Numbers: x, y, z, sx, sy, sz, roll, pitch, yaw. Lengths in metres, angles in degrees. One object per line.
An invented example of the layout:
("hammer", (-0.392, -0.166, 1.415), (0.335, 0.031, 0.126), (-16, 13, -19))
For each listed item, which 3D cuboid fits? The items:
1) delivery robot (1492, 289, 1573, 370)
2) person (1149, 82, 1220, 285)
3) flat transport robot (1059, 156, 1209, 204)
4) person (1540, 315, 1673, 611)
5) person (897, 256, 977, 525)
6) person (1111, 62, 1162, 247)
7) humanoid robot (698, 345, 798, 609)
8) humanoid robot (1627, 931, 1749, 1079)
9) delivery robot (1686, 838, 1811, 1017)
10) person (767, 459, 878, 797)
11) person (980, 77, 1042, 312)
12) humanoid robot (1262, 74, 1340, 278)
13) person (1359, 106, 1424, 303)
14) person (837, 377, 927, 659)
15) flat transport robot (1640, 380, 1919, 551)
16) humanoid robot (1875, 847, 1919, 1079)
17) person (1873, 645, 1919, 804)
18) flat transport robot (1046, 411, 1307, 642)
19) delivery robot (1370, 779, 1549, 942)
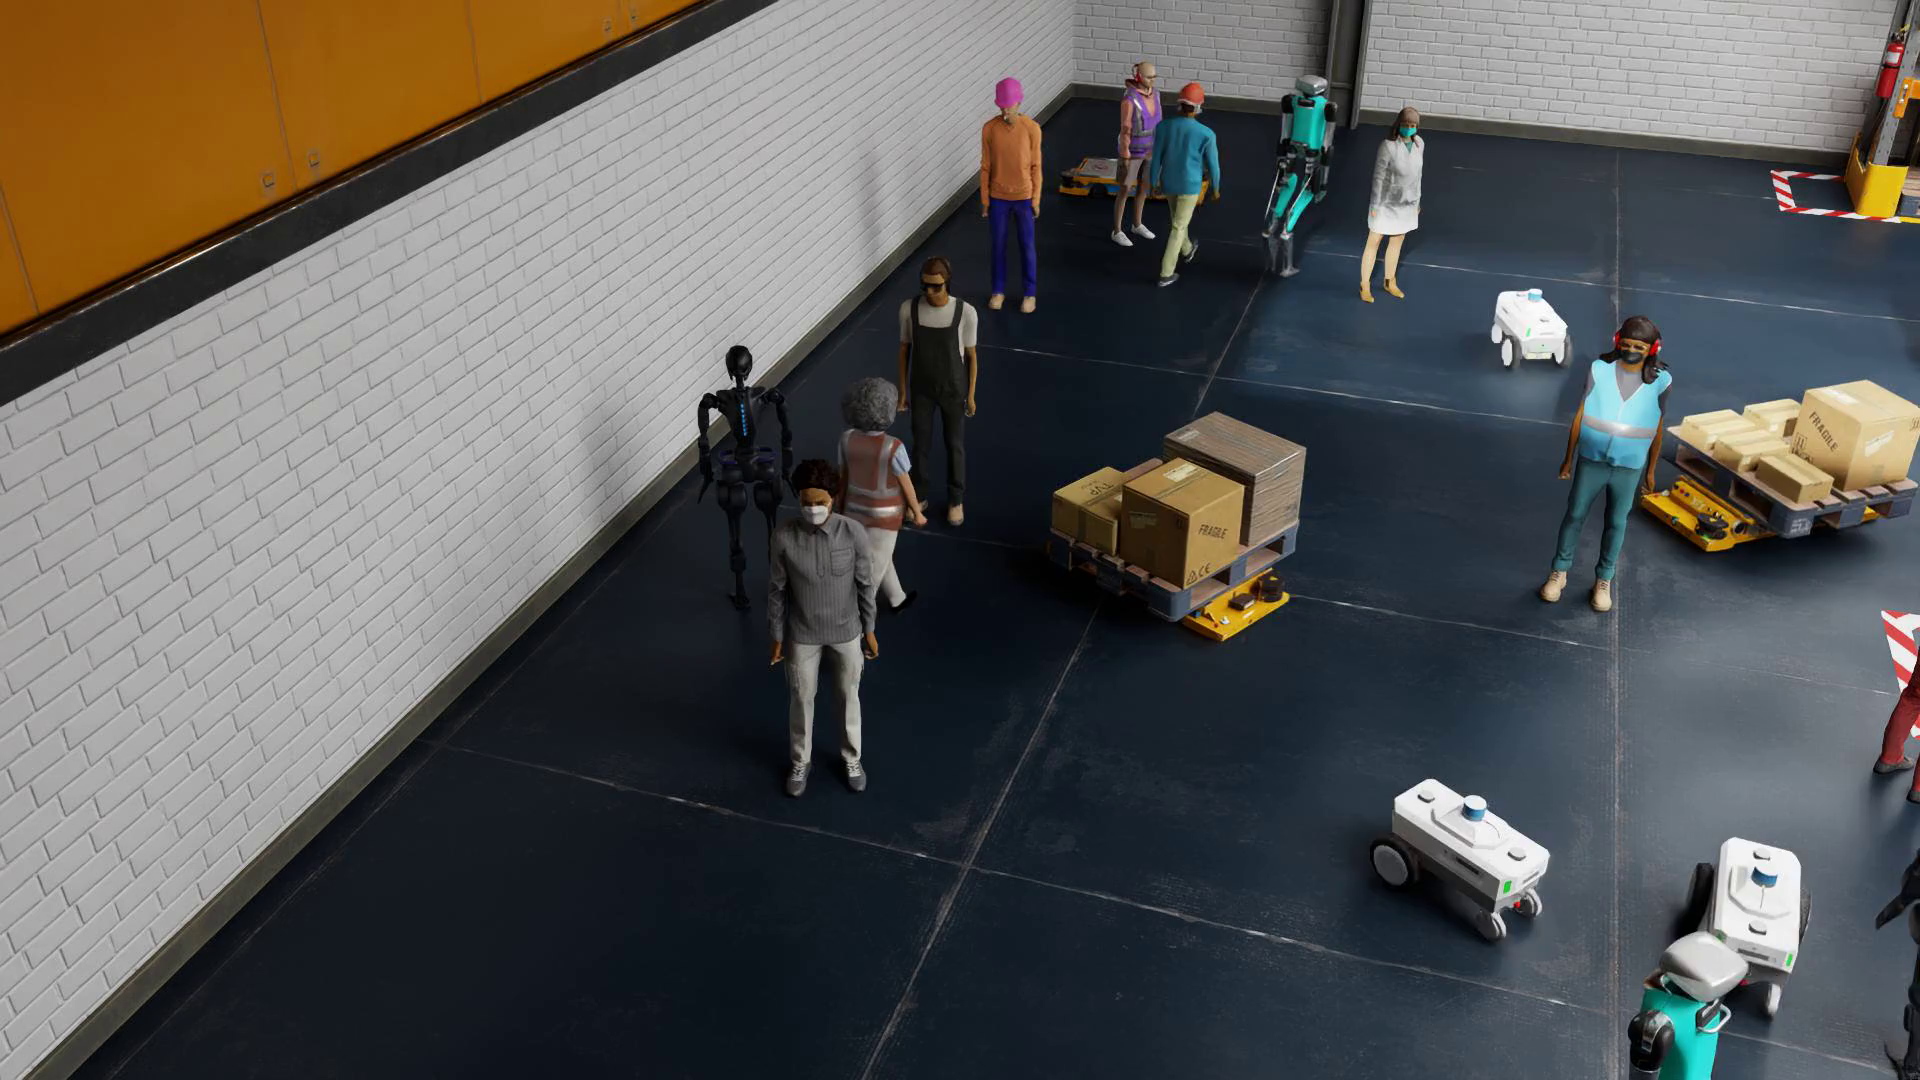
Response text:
("delivery robot", (4.532, -1.707, 13.229), (0.499, 0.576, 0.768), (-2, 31, -3))
("person", (1.995, -3.145, 14.551), (0.590, 1.699, 0.894), (19, 35, 29))
("flat transport robot", (1.766, -3.624, 16.791), (1.431, 0.231, 0.659), (7, 31, 12))
("person", (3.841, -0.455, 9.824), (0.530, 1.865, 0.378), (12, 33, 20))
("person", (-0.147, -0.955, 10.695), (0.512, 1.843, 0.328), (4, 31, 7))
("person", (1.641, -3.548, 15.267), (0.487, 1.685, 0.349), (-24, 38, -34))
("humanoid robot", (-1.265, -0.373, 9.857), (0.599, 1.657, 0.315), (-5, 31, -8))
("humanoid robot", (2.465, 2.133, 5.558), (0.543, 1.770, 0.904), (-25, 39, -36))
("delivery robot", (3.558, 1.688, 7.475), (0.499, 0.598, 0.791), (13, 33, 21))
("person", (-0.683, 0.432, 8.284), (0.545, 1.896, 0.370), (-3, 31, -5))
("person", (0.421, -2.861, 13.815), (0.520, 1.972, 0.405), (6, 31, 9))
("humanoid robot", (2.859, -3.066, 14.405), (0.538, 1.810, 0.669), (24, 38, 34))
("person", (3.678, -2.831, 14.064), (0.485, 1.662, 0.342), (-11, 32, -17))
("person", (-0.502, -0.132, 9.495), (0.442, 1.641, 0.882), (19, 36, 29))
("flat transport robot", (5.351, -0.259, 11.066), (1.431, 0.231, 0.659), (-10, 32, -16))
("humanoid robot", (4.074, 1.503, 6.694), (0.609, 1.642, 0.395), (4, 31, 7))
("person", (4.997, 0.517, 8.269), (0.324, 1.766, 0.532), (-6, 31, -10))
("flat transport robot", (1.277, 0.165, 10.345), (0.659, 0.231, 1.431), (-26, 39, -37))
("delivery robot", (2.382, 1.462, 7.844), (0.499, 0.583, 0.777), (-21, 36, -32))
